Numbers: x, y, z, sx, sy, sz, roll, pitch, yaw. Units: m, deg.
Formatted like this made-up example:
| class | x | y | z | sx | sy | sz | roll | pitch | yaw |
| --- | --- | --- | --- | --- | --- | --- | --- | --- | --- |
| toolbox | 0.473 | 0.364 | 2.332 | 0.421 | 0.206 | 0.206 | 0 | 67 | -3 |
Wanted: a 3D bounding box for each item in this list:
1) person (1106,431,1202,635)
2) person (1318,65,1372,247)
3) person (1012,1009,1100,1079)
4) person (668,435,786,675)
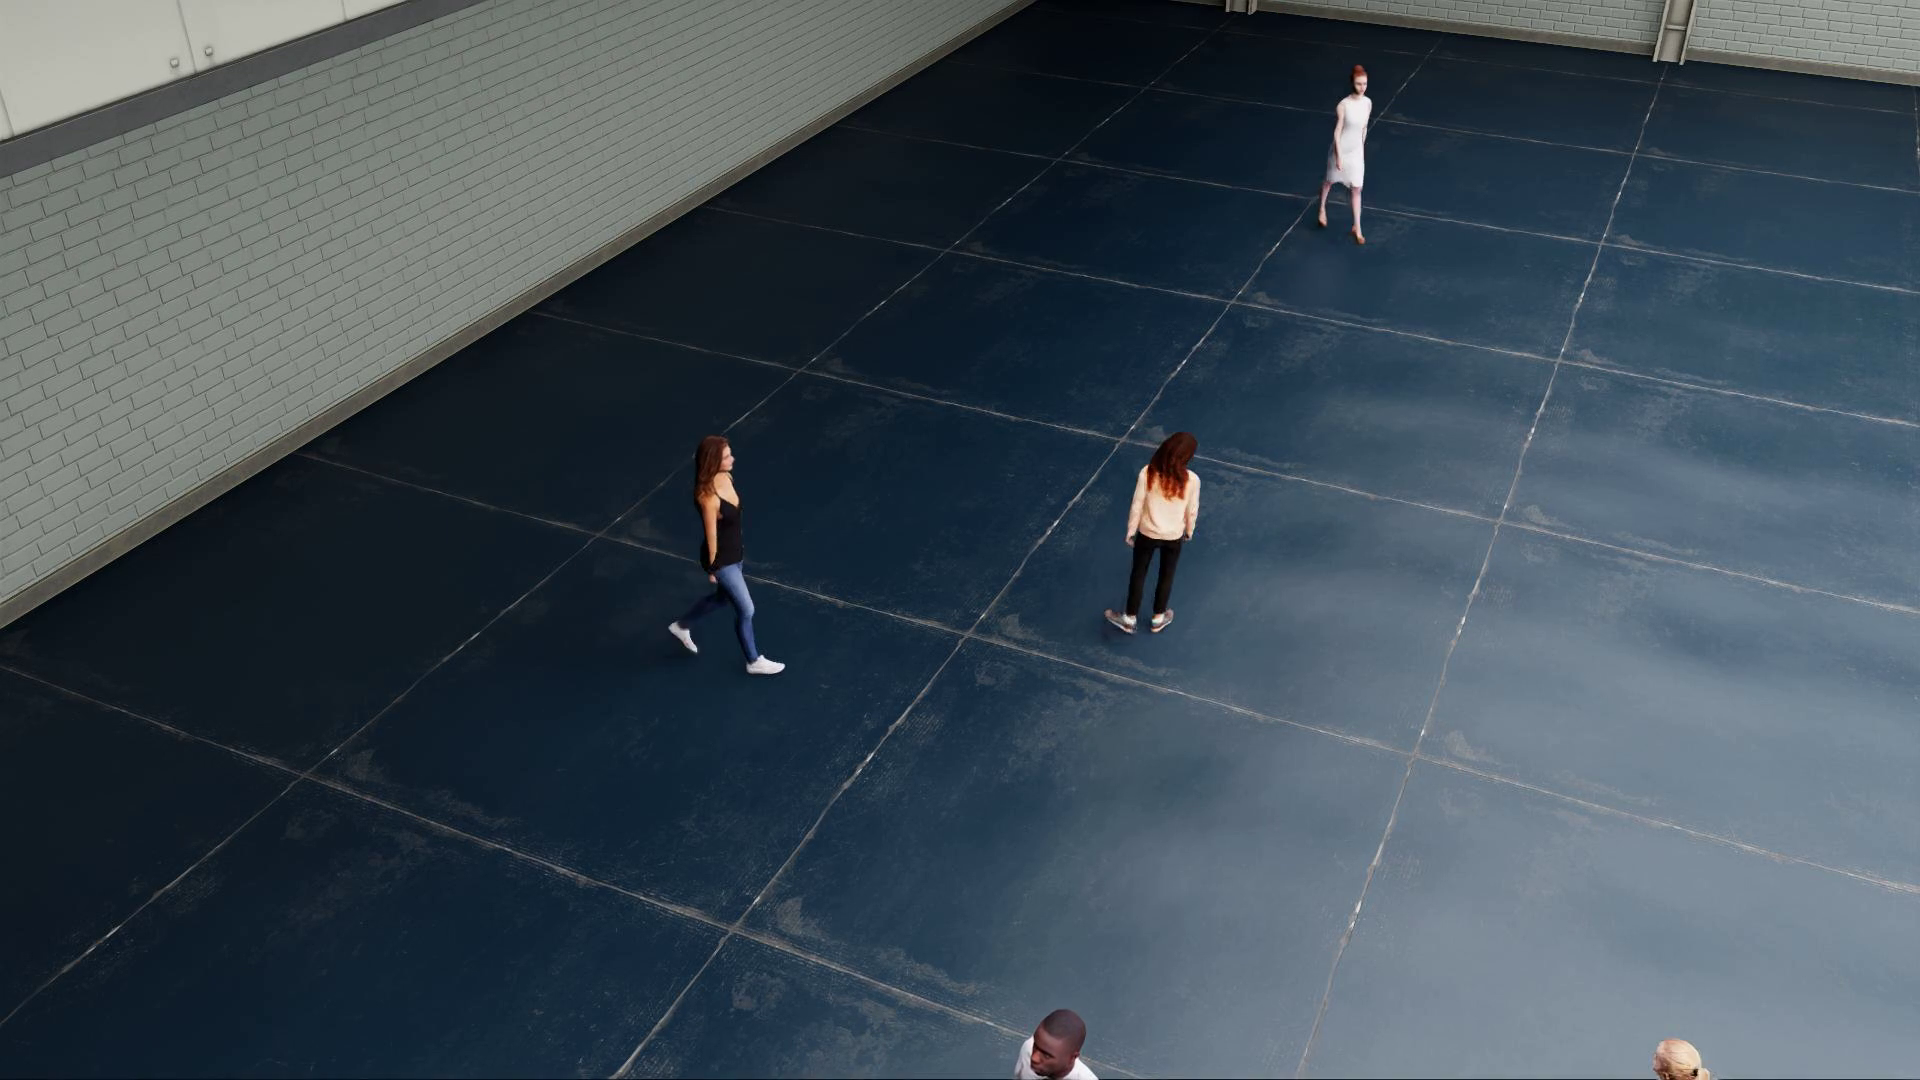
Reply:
| class | x | y | z | sx | sy | sz | roll | pitch | yaw |
| --- | --- | --- | --- | --- | --- | --- | --- | --- | --- |
| person | 1.280 | -0.027 | 10.896 | 0.611 | 1.454 | 0.834 | -4 | 32 | -6 |
| person | 3.826 | -3.877 | 16.734 | 1.099 | 1.736 | 1.114 | -9 | 33 | -14 |
| person | 0.377 | 2.498 | 6.533 | 0.770 | 1.837 | 0.615 | -26 | 40 | -35 |
| person | -1.556 | 0.100 | 10.464 | 1.093 | 1.699 | 0.776 | 4 | 32 | 7 |
